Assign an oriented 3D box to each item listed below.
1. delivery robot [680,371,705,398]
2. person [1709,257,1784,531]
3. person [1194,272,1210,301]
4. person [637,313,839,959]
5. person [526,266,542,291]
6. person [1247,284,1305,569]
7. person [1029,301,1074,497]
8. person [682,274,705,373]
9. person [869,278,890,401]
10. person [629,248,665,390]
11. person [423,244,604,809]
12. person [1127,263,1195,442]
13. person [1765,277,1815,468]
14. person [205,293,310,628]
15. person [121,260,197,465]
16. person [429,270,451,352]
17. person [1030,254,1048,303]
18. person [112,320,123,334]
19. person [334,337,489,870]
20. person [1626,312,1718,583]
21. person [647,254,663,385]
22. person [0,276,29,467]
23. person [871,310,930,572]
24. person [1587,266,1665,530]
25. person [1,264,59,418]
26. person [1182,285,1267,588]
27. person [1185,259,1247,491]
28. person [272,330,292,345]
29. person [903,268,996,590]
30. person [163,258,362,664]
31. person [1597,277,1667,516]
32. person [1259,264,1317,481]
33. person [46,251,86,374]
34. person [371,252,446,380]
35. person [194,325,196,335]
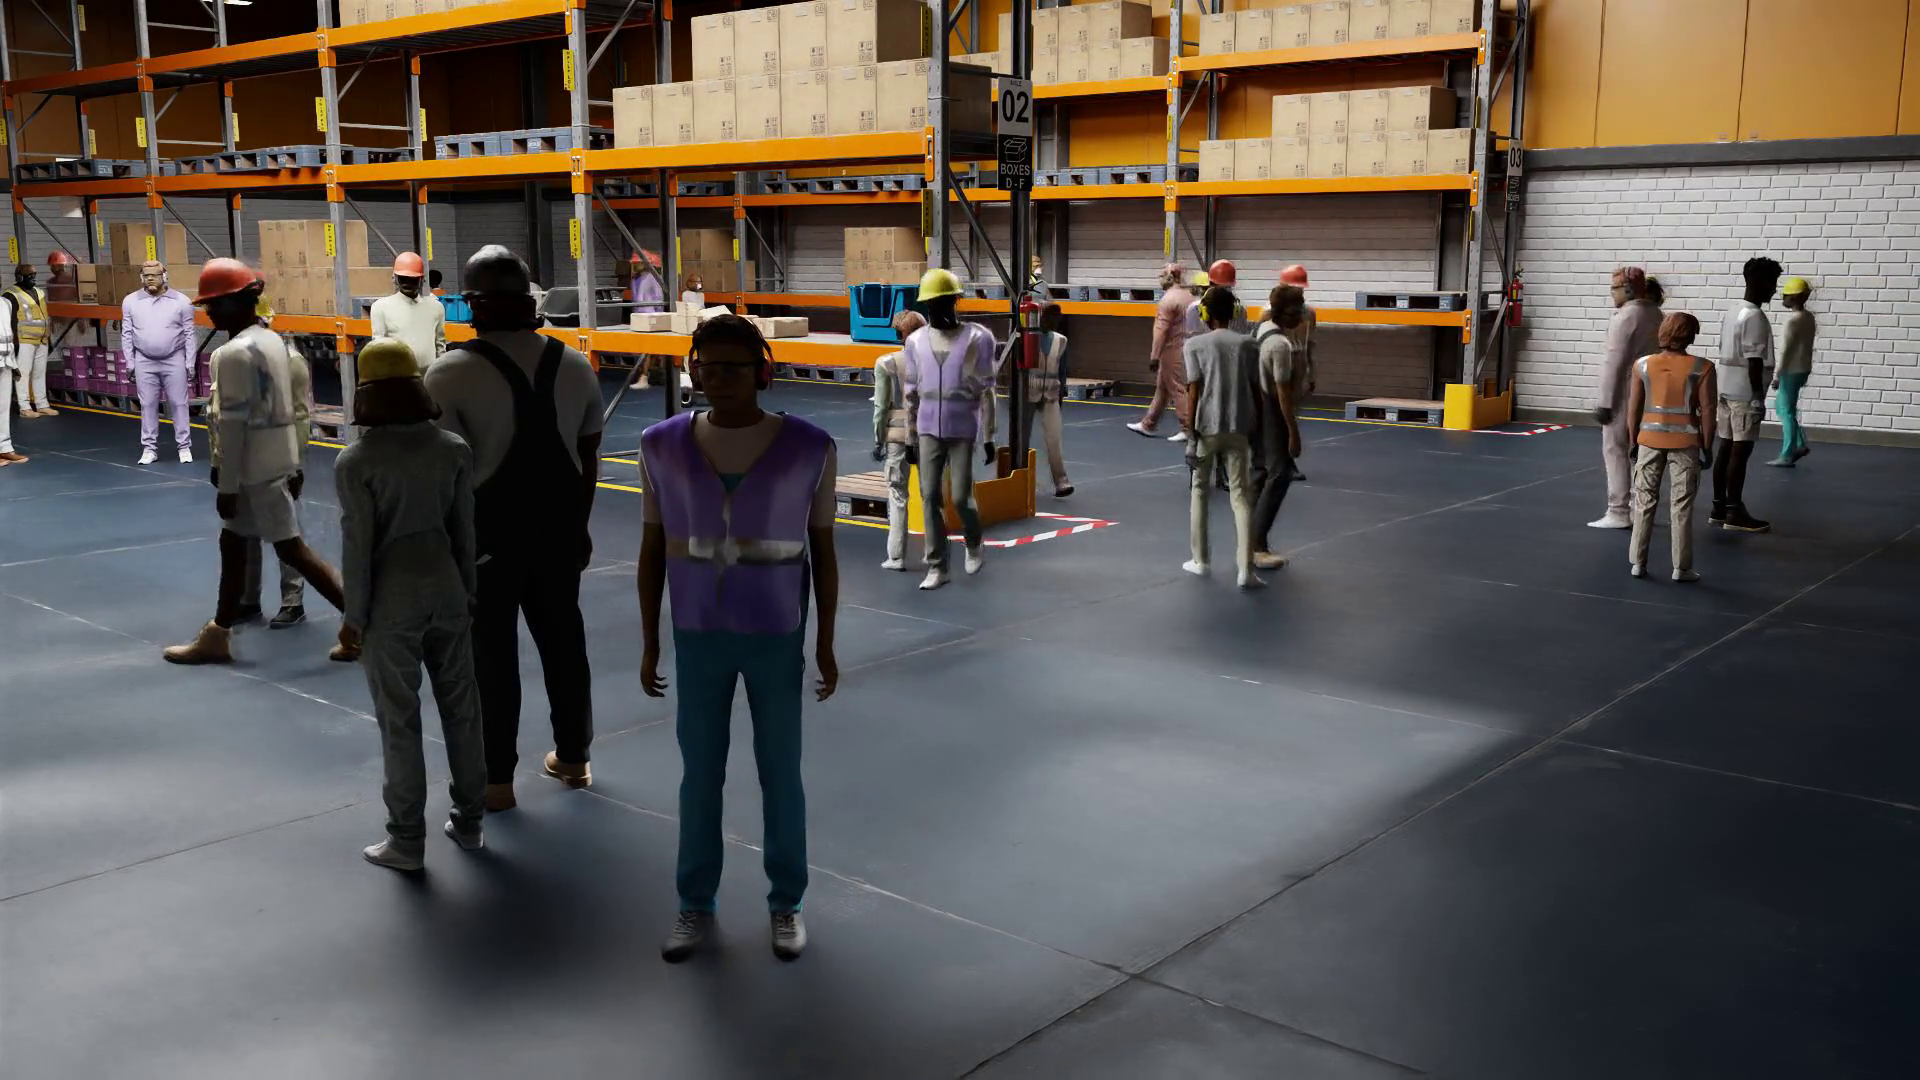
[{"bbox_3d":[-3.301,-2.030,21.301,0.707,0.478,0.477,-2,10,-11],"label":"delivery robot"},{"bbox_3d":[5.668,-1.052,12.000,0.376,1.959,0.600,1,10,6],"label":"person"},{"bbox_3d":[2.854,-2.234,19.352,0.537,1.735,0.780,-6,11,-30],"label":"person"},{"bbox_3d":[-0.628,0.278,4.756,0.571,1.843,0.372,0,10,1],"label":"person"},{"bbox_3d":[-6.295,-3.094,24.010,0.403,1.826,0.586,7,12,33],"label":"person"},{"bbox_3d":[1.951,-0.717,10.566,0.356,1.808,0.635,-2,10,-13],"label":"person"},{"bbox_3d":[0.666,-1.128,13.477,0.522,1.588,0.886,-3,11,-18],"label":"person"},{"bbox_3d":[-4.126,-3.320,25.869,0.277,1.628,0.500,7,12,33],"label":"person"},{"bbox_3d":[-1.019,-2.661,22.092,0.286,1.633,0.499,8,13,37],"label":"person"},{"bbox_3d":[-4.462,-3.189,23.998,0.625,2.021,0.804,10,14,43],"label":"person"},{"bbox_3d":[-1.669,-0.056,6.097,0.535,2.000,0.687,10,14,44],"label":"person"},{"bbox_3d":[2.146,-1.971,17.517,0.898,1.861,0.670,5,11,28],"label":"person"},{"bbox_3d":[7.646,-1.540,15.337,0.545,1.754,0.364,-9,13,-41],"label":"person"},{"bbox_3d":[-3.758,-0.441,8.880,0.590,1.833,0.404,2,10,12],"label":"person"},{"bbox_3d":[-7.511,-1.661,15.620,0.641,1.908,0.407,-3,10,-17],"label":"person"},{"bbox_3d":[-7.900,-3.228,25.130,0.317,1.700,0.539,4,11,21],"label":"person"},{"bbox_3d":[0.910,-2.674,21.298,0.379,1.940,0.629,9,14,43],"label":"person"},{"bbox_3d":[-12.435,-3.347,24.964,0.389,1.996,0.612,7,12,35],"label":"person"},{"bbox_3d":[-1.814,0.209,5.462,0.311,1.735,0.483,9,13,41],"label":"person"},{"bbox_3d":[4.314,-0.559,10.104,0.521,1.640,0.306,8,13,38],"label":"person"},{"bbox_3d":[-4.641,-3.269,24.693,0.541,1.937,0.720,-10,14,-44],"label":"person"},{"bbox_3d":[-9.004,-1.629,15.508,0.352,1.881,0.576,1,10,8],"label":"person"},{"bbox_3d":[-0.305,-0.614,10.453,0.536,1.639,0.325,-4,11,-24],"label":"person"},{"bbox_3d":[4.813,-1.017,12.021,0.662,1.898,0.397,-9,13,-41],"label":"person"},{"bbox_3d":[-11.133,-2.380,19.930,0.429,1.837,0.621,2,10,9],"label":"person"},{"bbox_3d":[1.619,-0.623,10.052,0.546,1.809,0.833,-1,10,-8],"label":"person"},{"bbox_3d":[2.135,-1.351,13.798,0.543,1.928,0.373,-3,10,-15],"label":"person"},{"bbox_3d":[-11.078,-3.524,27.126,0.519,1.596,0.840,4,11,22],"label":"person"},{"bbox_3d":[-0.058,-0.664,9.944,0.614,1.901,0.532,4,11,21],"label":"person"},{"bbox_3d":[-3.320,-0.357,8.007,1.073,1.986,0.613,-1,10,-7],"label":"person"},{"bbox_3d":[5.160,-1.096,12.697,0.559,1.811,0.965,6,12,30],"label":"person"},{"bbox_3d":[2.880,-1.508,14.815,0.546,1.898,0.936,-4,11,-19],"label":"person"},{"bbox_3d":[-12.952,-3.194,24.172,0.617,1.979,0.568,4,11,20],"label":"person"},{"bbox_3d":[-4.280,-1.247,13.022,0.613,1.991,0.392,-9,13,-40],"label":"person"},{"bbox_3d":[-10.790,-2.927,22.895,1.029,1.884,0.640,8,13,38],"label":"person"}]
